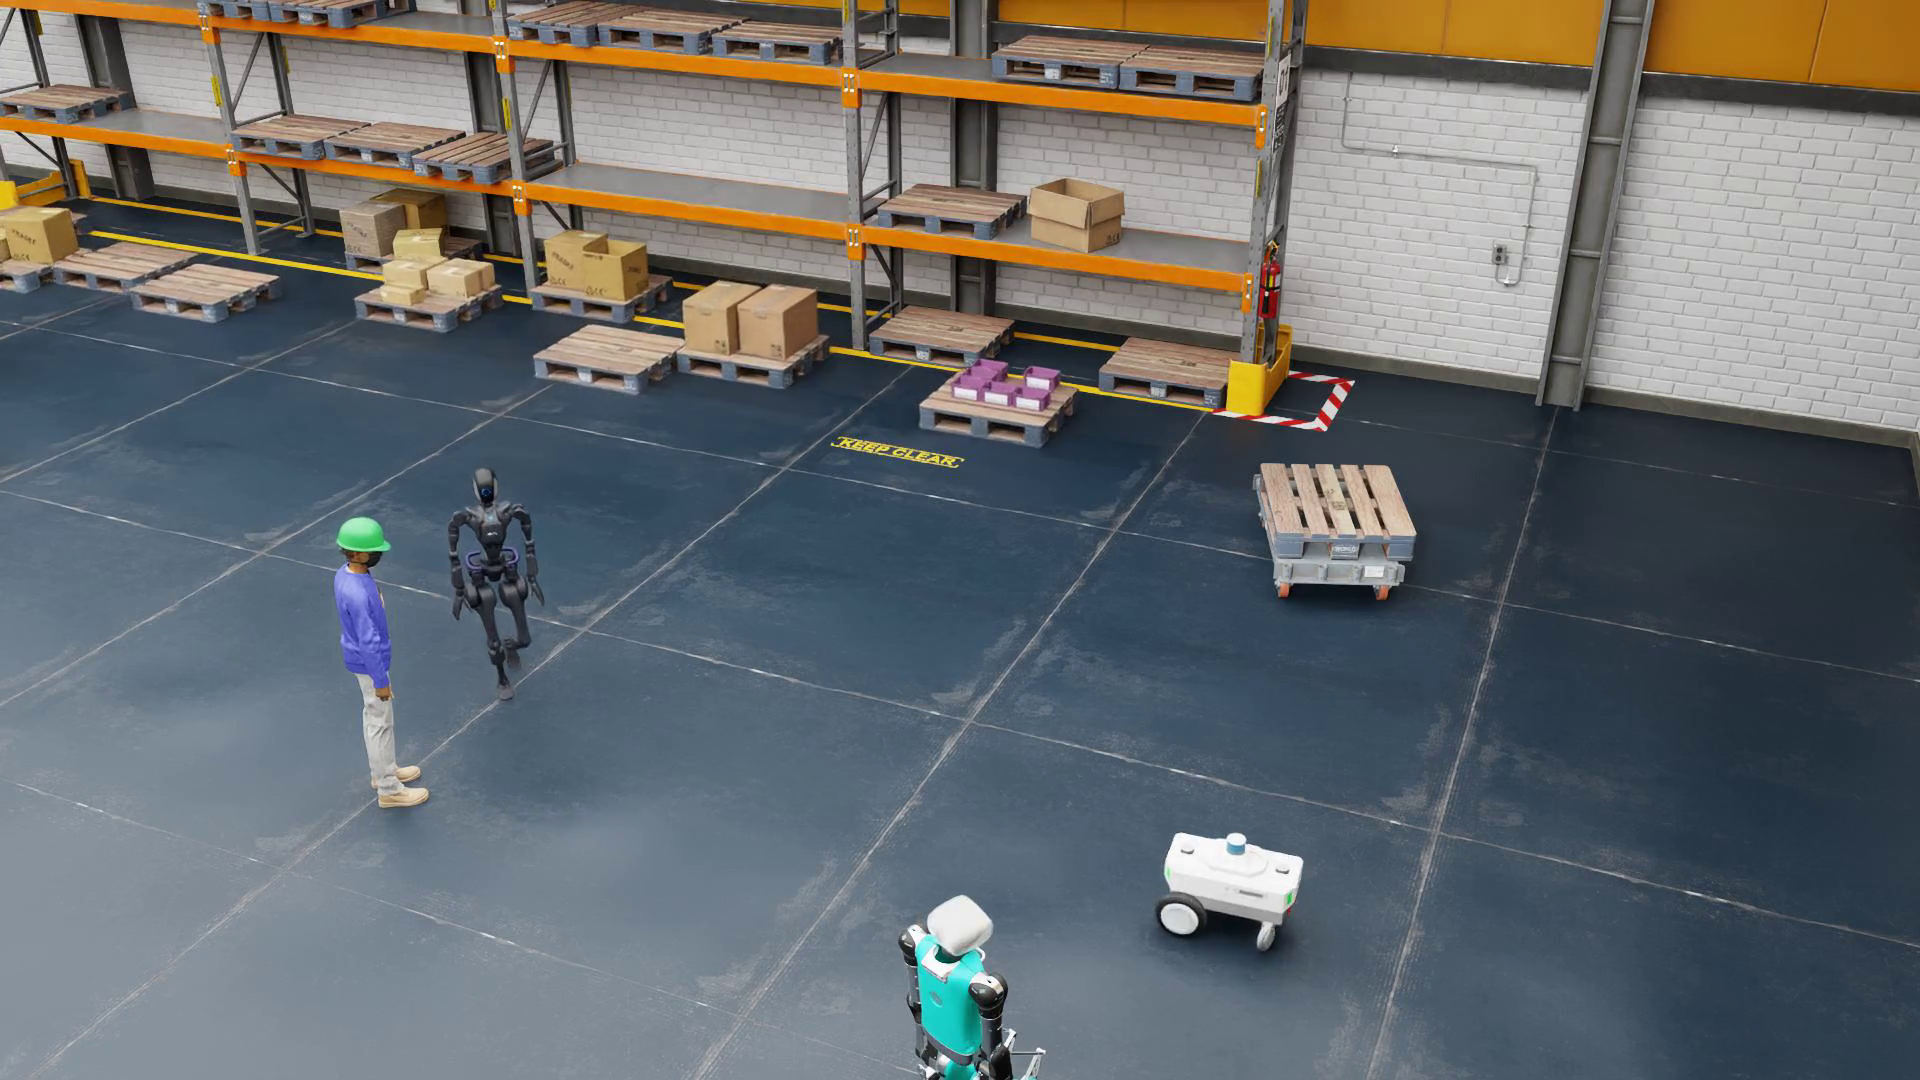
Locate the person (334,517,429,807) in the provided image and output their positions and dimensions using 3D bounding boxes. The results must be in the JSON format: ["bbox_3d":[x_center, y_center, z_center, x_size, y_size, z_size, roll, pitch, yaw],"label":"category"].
[{"bbox_3d":[-3.432,0.715,9.808,0.367,1.862,0.468,-12,30,-22],"label":"person"}]

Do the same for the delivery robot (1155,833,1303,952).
[{"bbox_3d":[1.439,1.867,9.020,0.784,0.613,0.519,9,29,17],"label":"delivery robot"}]

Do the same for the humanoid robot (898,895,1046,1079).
[{"bbox_3d":[0.137,2.136,7.048,0.533,1.672,0.735,24,36,38],"label":"humanoid robot"}]

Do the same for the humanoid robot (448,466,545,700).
[{"bbox_3d":[-3.063,0.246,10.917,0.589,1.637,0.463,-12,29,-21],"label":"humanoid robot"}]
